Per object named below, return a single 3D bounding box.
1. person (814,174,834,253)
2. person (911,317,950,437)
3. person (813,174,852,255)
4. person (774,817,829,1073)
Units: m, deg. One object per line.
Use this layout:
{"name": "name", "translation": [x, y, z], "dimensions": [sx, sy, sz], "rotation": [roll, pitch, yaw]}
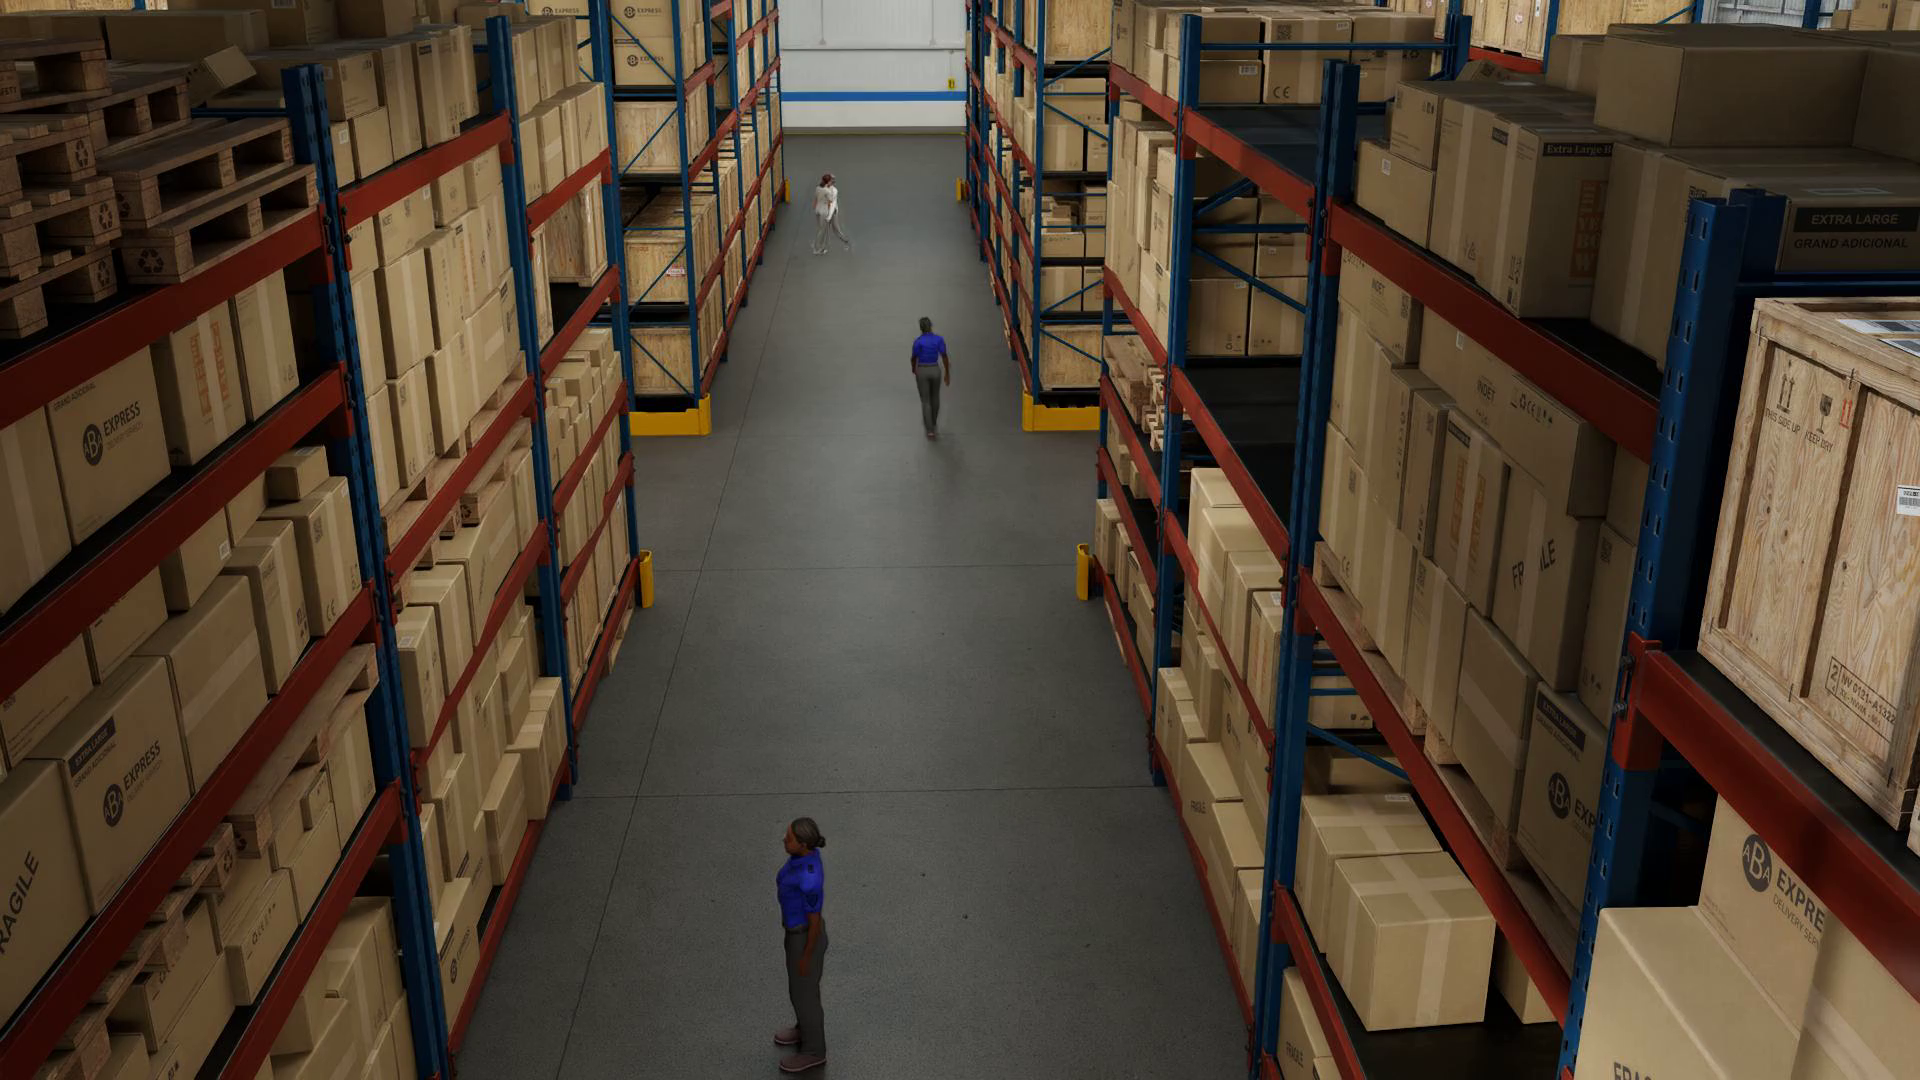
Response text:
{"name": "person", "translation": [-2.843, -6.861, 35.005], "dimensions": [0.483, 1.678, 0.517], "rotation": [-16, 26, -37]}
{"name": "person", "translation": [-0.423, -2.264, 22.726], "dimensions": [0.504, 1.637, 0.837], "rotation": [-7, 22, -18]}
{"name": "person", "translation": [-2.723, -6.875, 35.058], "dimensions": [0.894, 1.650, 0.492], "rotation": [-17, 26, -38]}
{"name": "person", "translation": [-0.978, 2.430, 10.139], "dimensions": [0.355, 1.657, 0.435], "rotation": [-4, 21, -10]}
